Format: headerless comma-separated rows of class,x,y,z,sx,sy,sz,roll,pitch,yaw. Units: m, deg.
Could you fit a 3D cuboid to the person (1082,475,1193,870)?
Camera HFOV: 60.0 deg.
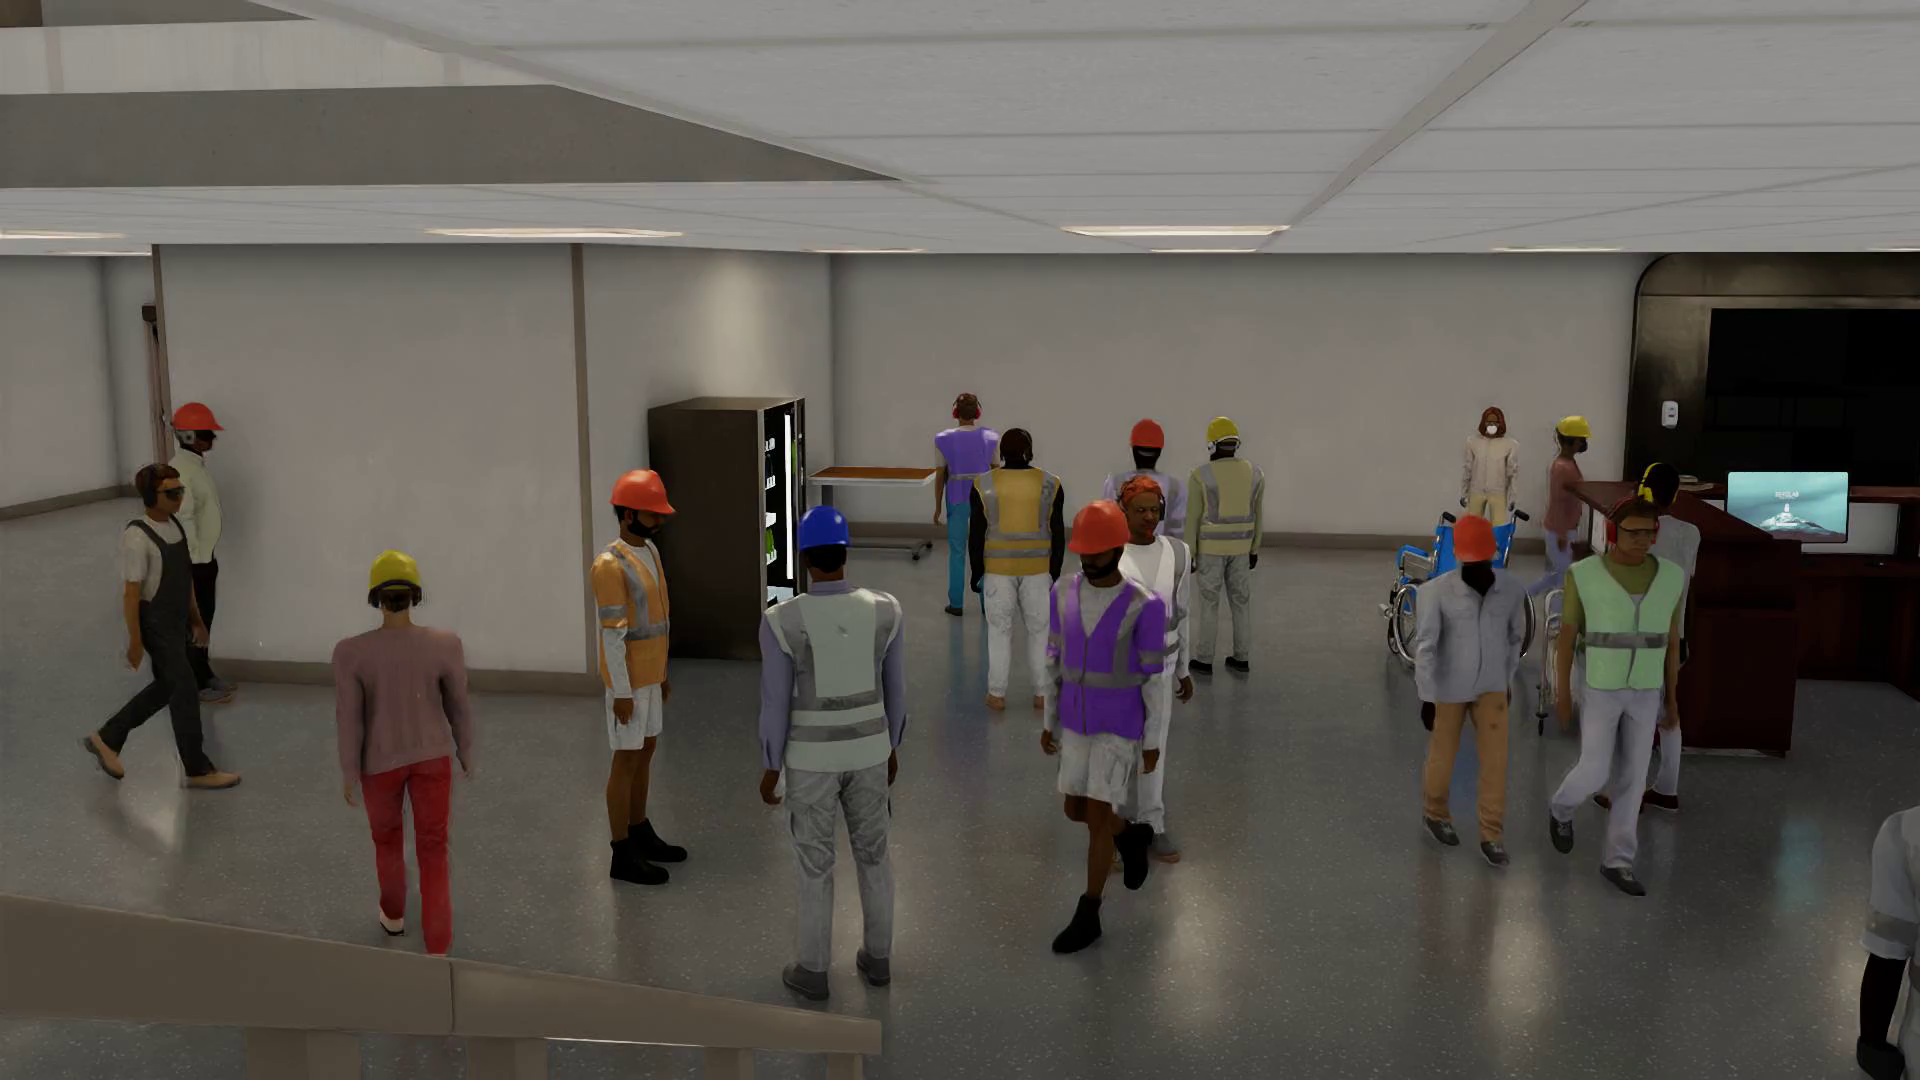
person,0.848,0.628,7.953,0.584,1.882,0.349,-4,10,-21

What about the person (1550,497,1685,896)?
person,3.039,0.693,7.735,0.567,1.827,0.563,-1,9,-6

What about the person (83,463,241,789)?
person,-4.437,0.476,9.095,0.832,1.824,0.513,0,9,-3

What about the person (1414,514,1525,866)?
person,2.452,0.706,8.002,0.584,1.702,0.786,-1,9,-5

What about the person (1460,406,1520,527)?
person,4.802,-0.399,15.101,0.504,1.627,0.286,5,10,28

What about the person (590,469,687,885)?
person,-1.496,0.627,7.800,0.361,1.935,0.544,2,9,9

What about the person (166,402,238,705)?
person,-5.019,0.087,10.958,0.393,1.993,0.616,-2,9,-13

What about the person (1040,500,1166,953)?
person,0.645,0.752,7.120,0.574,1.909,0.739,7,11,35

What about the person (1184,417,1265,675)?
person,1.851,0.044,11.749,0.596,1.824,0.403,-3,10,-18

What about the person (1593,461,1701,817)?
person,3.612,0.519,8.707,0.508,1.862,0.326,-4,10,-22

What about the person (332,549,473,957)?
person,-2.262,0.894,6.820,0.541,1.720,0.917,-4,10,-24

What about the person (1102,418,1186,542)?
person,1.173,0.186,10.593,0.544,1.913,0.850,-1,9,-6

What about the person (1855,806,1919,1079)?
person,2.420,1.257,3.876,0.614,1.952,0.388,6,11,33

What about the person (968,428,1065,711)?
person,0.363,0.192,10.785,0.627,1.839,0.429,-1,9,-4

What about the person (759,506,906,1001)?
person,-0.502,0.833,6.526,0.603,1.936,0.410,-4,10,-24

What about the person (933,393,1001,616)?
person,0.063,-0.287,13.711,0.564,1.847,0.395,-1,9,-9

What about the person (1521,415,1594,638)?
person,4.600,-0.094,12.822,0.593,1.752,0.535,5,10,27
